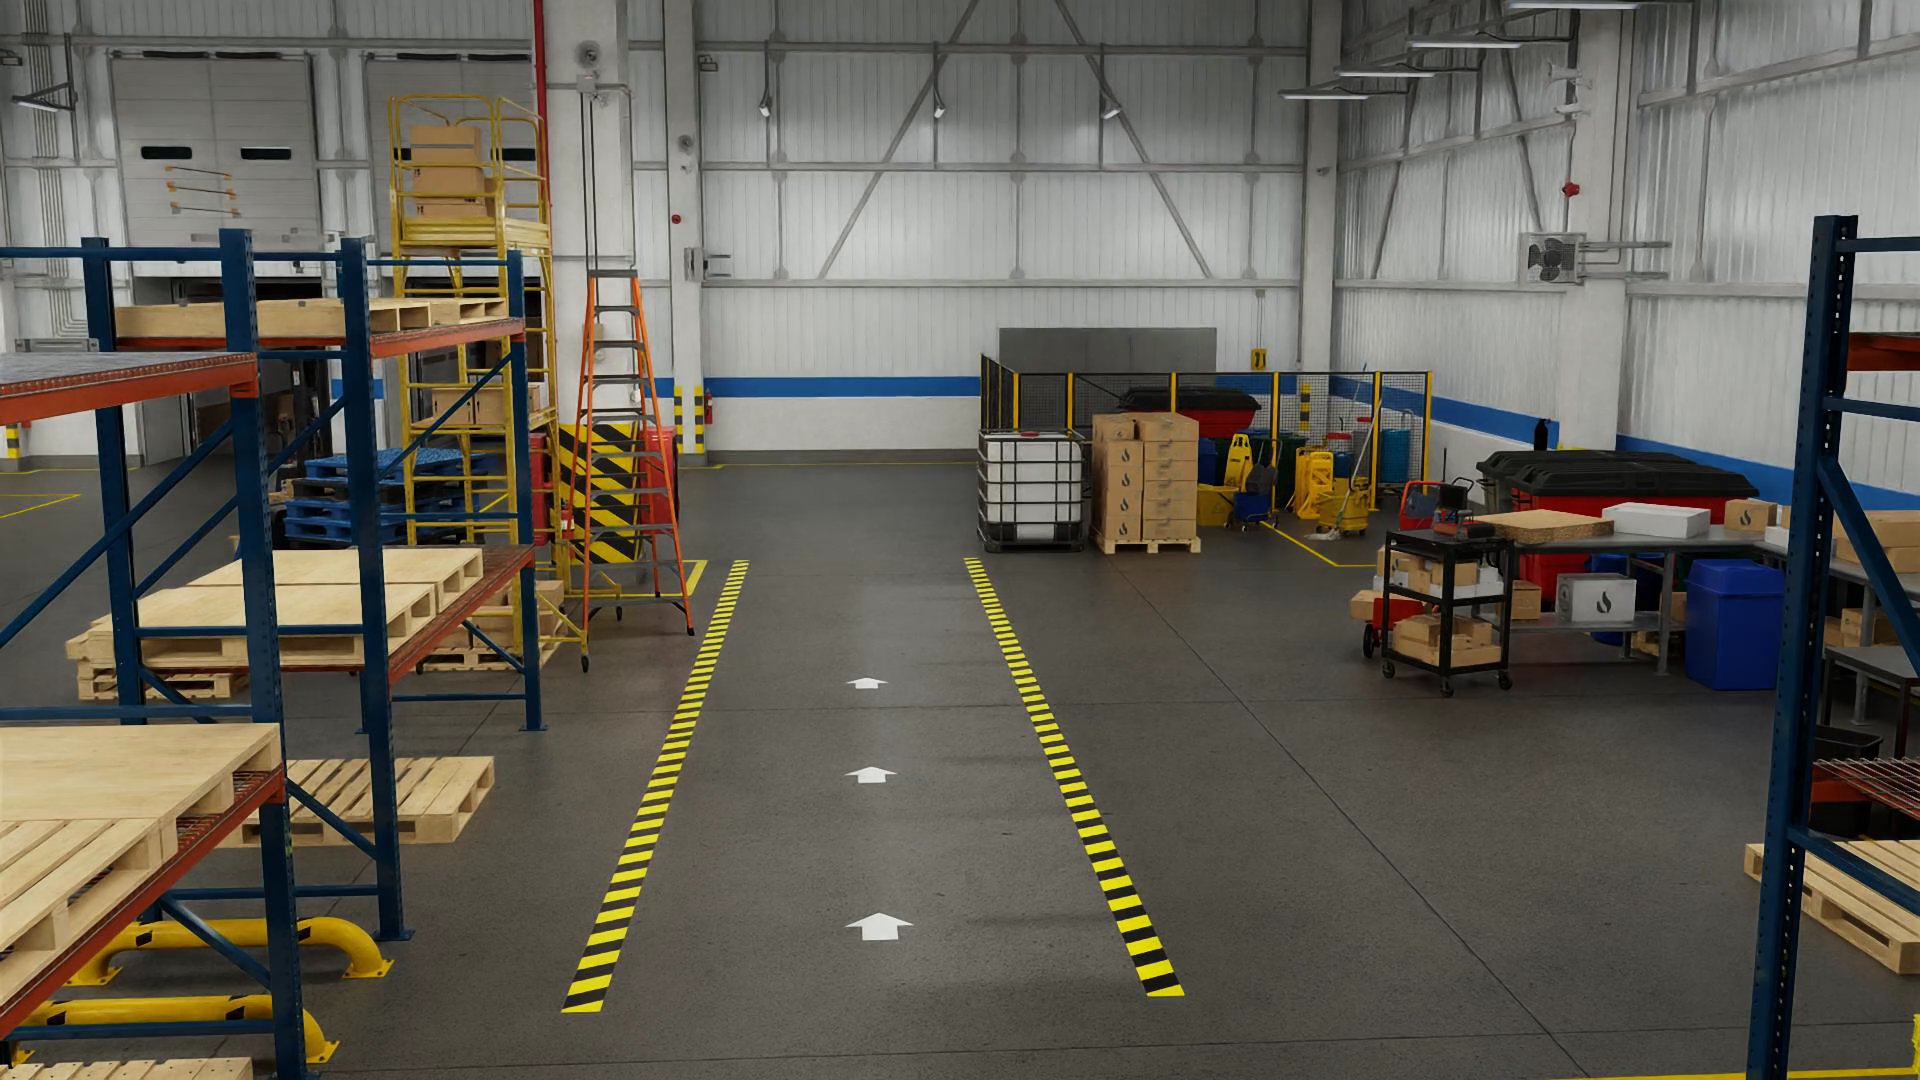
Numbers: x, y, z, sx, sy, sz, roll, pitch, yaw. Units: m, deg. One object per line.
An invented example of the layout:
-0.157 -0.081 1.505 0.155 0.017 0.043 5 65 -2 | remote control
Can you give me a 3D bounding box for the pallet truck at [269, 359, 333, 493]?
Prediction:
-7.062 -1.131 18.996 1.885 1.965 0.823 2 9 13 | pallet truck
